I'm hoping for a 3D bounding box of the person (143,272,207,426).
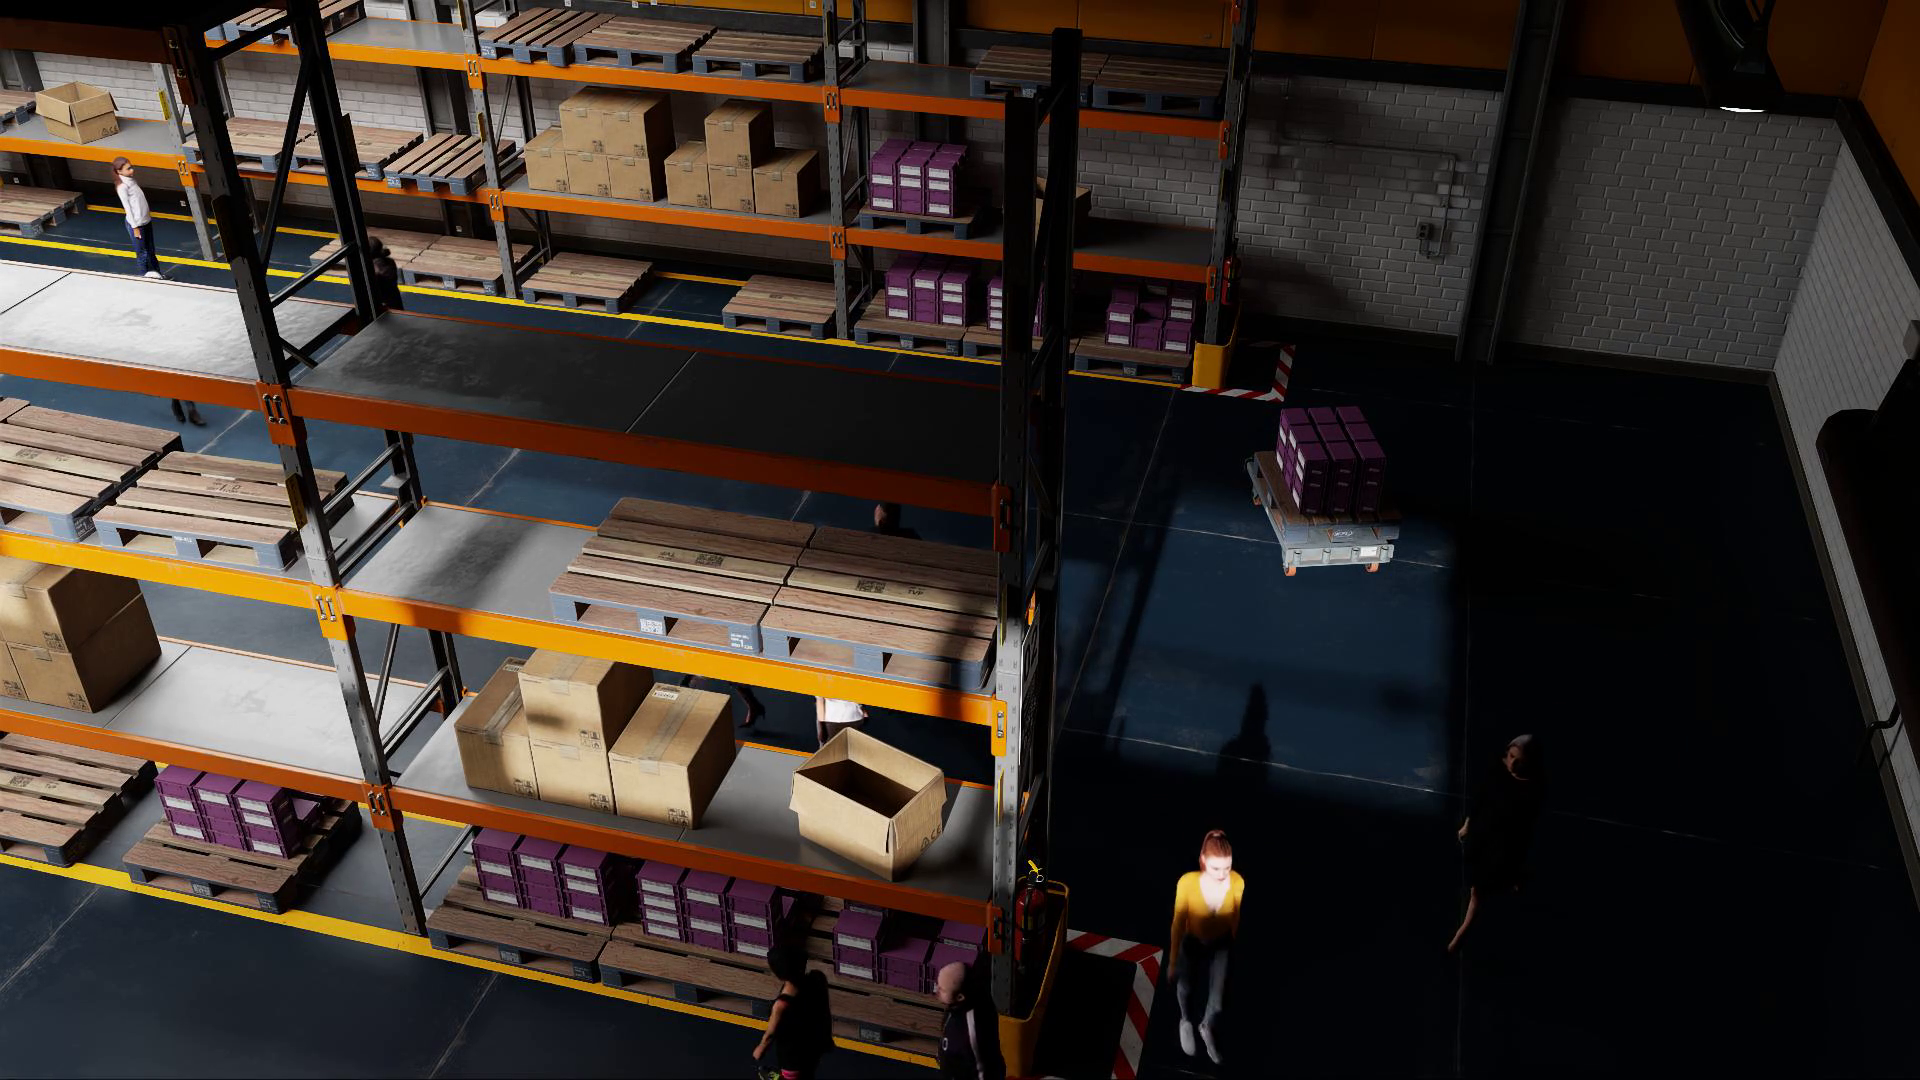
[{"bbox_3d":[-7.748,-1.878,16.274,0.747,1.630,0.729,22,40,30],"label":"person"}]

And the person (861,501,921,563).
[{"bbox_3d":[-0.506,0.508,12.483,0.924,1.853,0.961,-22,40,-30],"label":"person"}]

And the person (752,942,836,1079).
[{"bbox_3d":[-0.822,2.870,9.238,1.049,1.511,0.747,21,39,28],"label":"person"}]

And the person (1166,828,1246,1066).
[{"bbox_3d":[1.406,2.337,9.836,0.640,1.737,0.736,-2,34,-3],"label":"person"}]

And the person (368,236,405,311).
[{"bbox_3d":[-5.796,-2.302,16.883,0.594,1.662,0.662,8,35,12],"label":"person"}]

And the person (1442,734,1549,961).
[{"bbox_3d":[3.456,1.875,10.552,1.116,1.714,1.093,-20,38,-27],"label":"person"}]

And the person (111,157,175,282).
[{"bbox_3d":[-9.372,-3.623,18.964,0.593,1.558,0.585,0,34,-1],"label":"person"}]

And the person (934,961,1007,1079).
[{"bbox_3d":[0.170,2.918,8.895,0.805,1.812,0.761,1,34,1],"label":"person"}]
